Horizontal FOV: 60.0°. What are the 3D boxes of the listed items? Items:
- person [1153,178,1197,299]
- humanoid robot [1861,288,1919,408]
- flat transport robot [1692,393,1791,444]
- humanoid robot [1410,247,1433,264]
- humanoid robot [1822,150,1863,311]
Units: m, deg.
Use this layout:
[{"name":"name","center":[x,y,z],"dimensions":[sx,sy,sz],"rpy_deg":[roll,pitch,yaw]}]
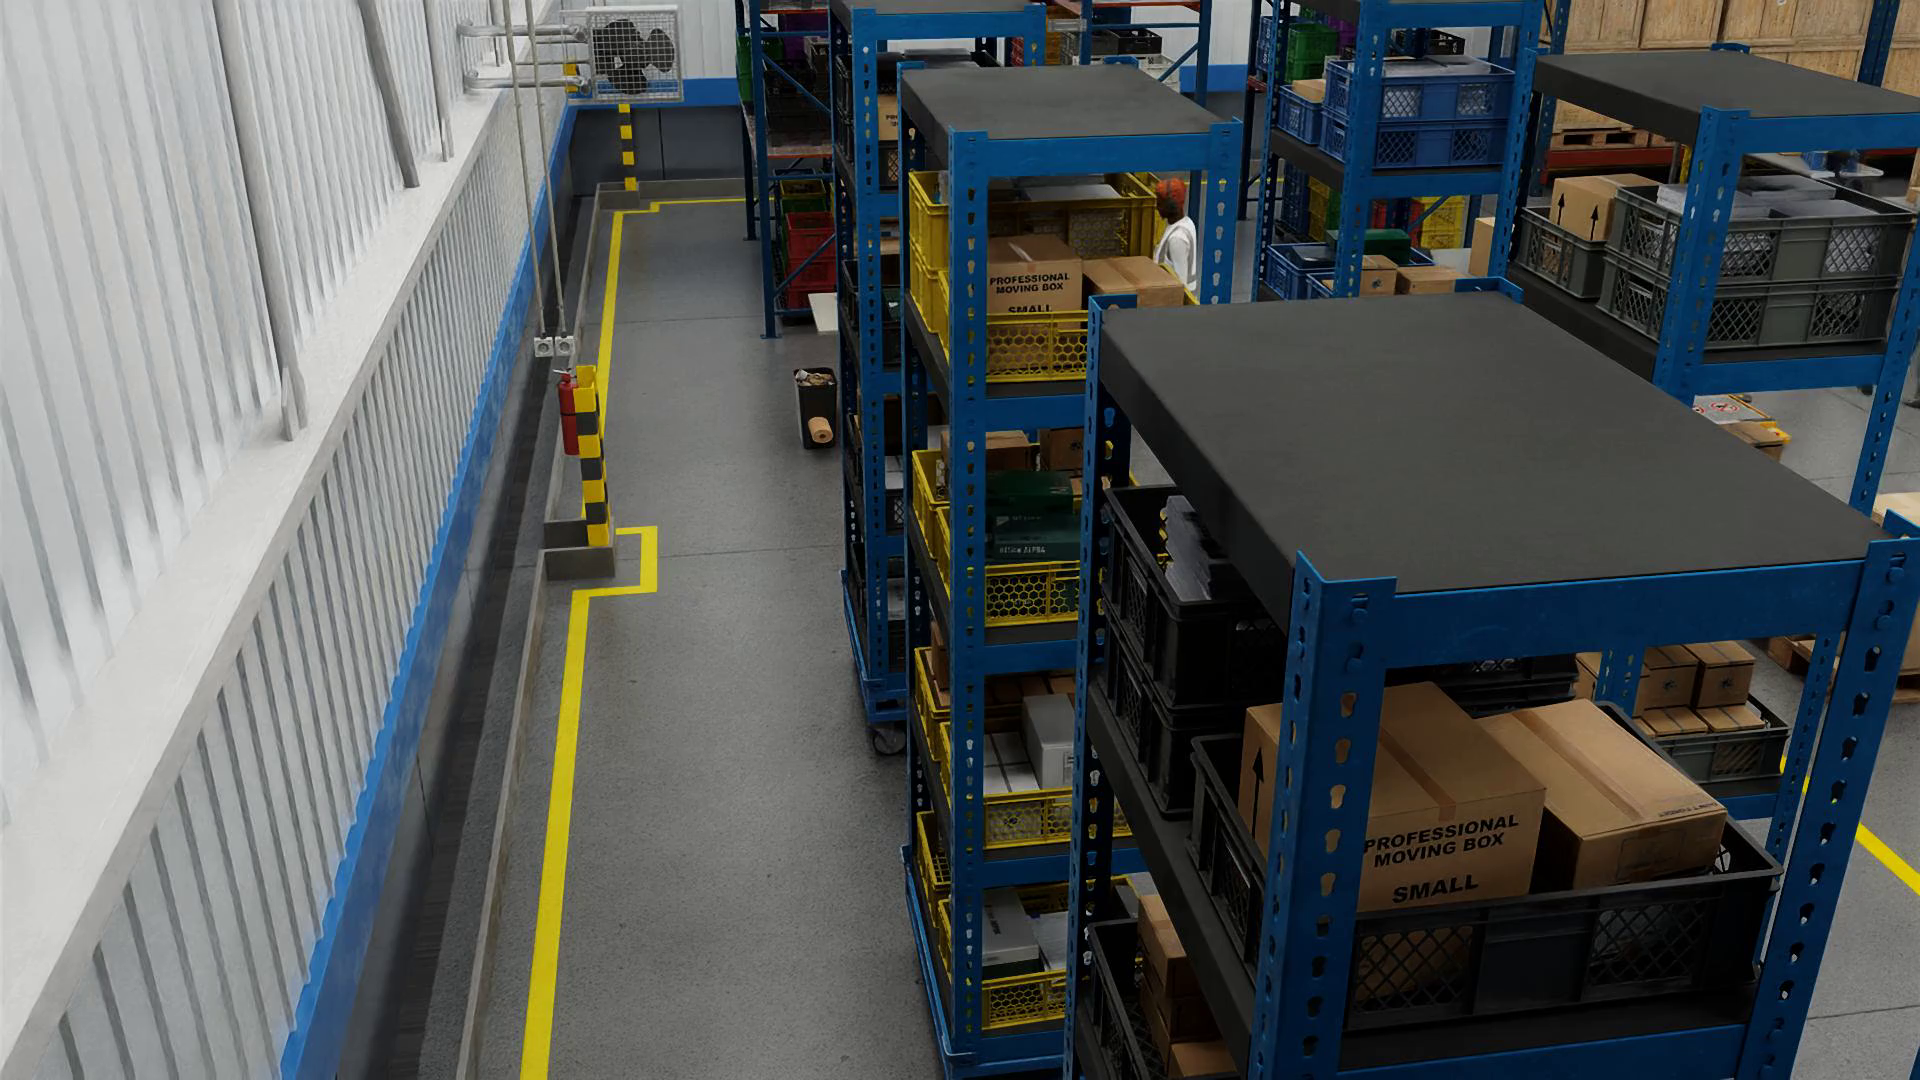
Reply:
[{"name":"person","center":[1.526,-1.671,12.010],"dimensions":[0.361,1.873,0.573],"rpy_deg":[4,25,8]},{"name":"humanoid robot","center":[7.248,-1.792,12.529],"dimensions":[0.568,1.640,0.575],"rpy_deg":[-10,26,-20]},{"name":"flat transport robot","center":[5.224,-0.859,12.132],"dimensions":[1.431,0.197,0.652],"rpy_deg":[-4,25,-8]},{"name":"humanoid robot","center":[2.992,-1.135,11.062],"dimensions":[0.584,1.660,0.330],"rpy_deg":[6,25,12]},{"name":"humanoid robot","center":[7.371,-2.508,14.098],"dimensions":[0.577,1.636,0.668],"rpy_deg":[-1,25,-3]}]
